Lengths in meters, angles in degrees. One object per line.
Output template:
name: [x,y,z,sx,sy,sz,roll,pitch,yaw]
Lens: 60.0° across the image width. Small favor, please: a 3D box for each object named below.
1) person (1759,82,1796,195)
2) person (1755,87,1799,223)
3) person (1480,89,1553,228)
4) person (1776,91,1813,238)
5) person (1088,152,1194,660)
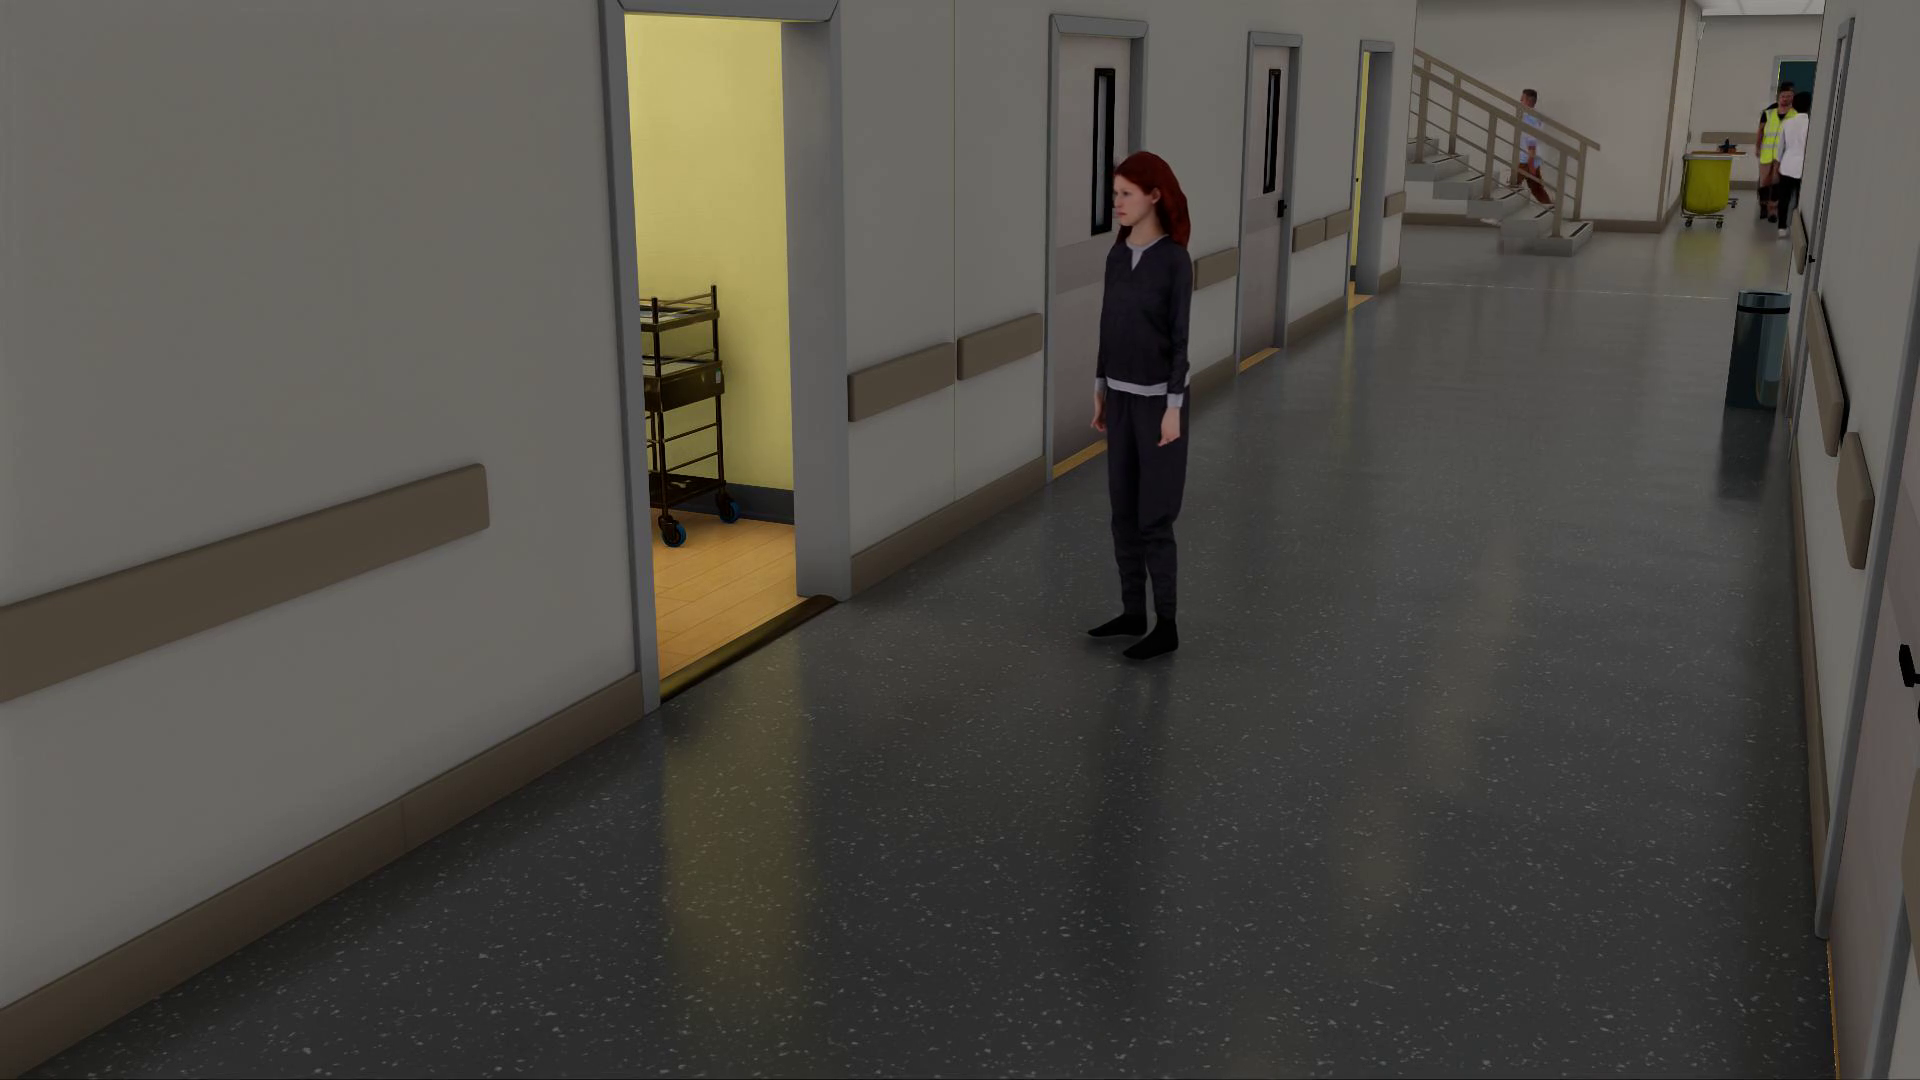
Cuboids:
person: [12.326,-5.925,25.088,1.042,1.874,0.779,5,16,16]
person: [11.340,-5.342,23.135,1.128,1.811,0.846,10,19,32]
person: [7.568,-4.968,21.875,1.165,1.775,0.686,7,17,22]
person: [10.459,-4.682,20.863,1.053,1.775,0.892,13,20,38]
person: [0.667,-0.467,5.916,0.742,1.771,0.632,-11,19,-33]
